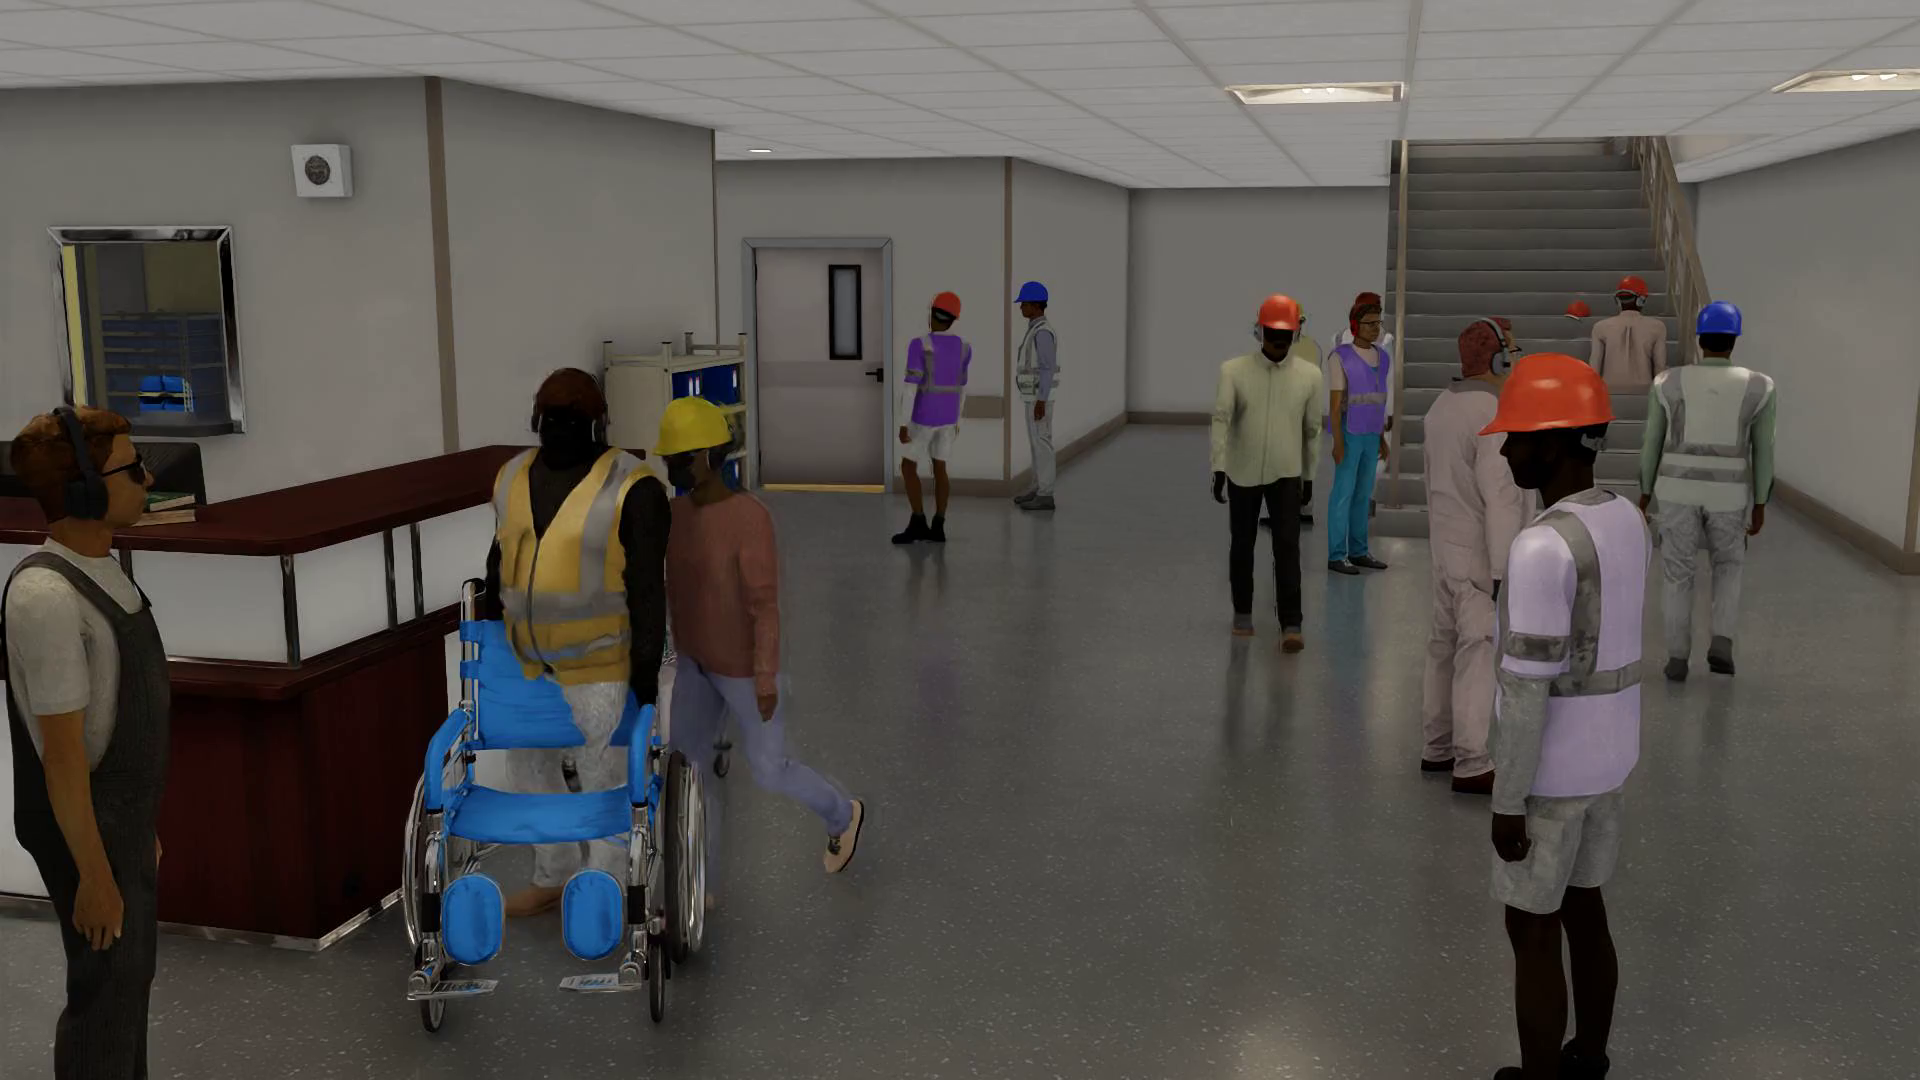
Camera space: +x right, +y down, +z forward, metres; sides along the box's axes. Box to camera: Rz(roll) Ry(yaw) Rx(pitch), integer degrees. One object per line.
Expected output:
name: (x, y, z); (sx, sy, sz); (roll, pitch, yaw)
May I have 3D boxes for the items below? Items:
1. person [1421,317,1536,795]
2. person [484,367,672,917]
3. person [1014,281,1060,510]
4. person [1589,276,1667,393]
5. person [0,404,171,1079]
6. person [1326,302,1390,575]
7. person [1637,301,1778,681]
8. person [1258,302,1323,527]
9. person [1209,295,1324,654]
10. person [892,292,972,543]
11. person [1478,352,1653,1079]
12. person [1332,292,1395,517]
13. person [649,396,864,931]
person: (2.107, 0.062, 6.723); (0.409, 1.913, 0.651); (-1, 10, -7)
person: (-1.210, 0.376, 5.172); (0.700, 1.825, 0.488); (4, 10, 23)
person: (0.652, -1.229, 14.221); (0.400, 1.945, 0.615); (-1, 10, -5)
person: (5.661, -1.237, 14.145); (0.612, 1.990, 0.392); (4, 10, 23)
person: (-1.810, 0.634, 3.545); (0.334, 1.846, 0.513); (-3, 10, -18)
person: (2.722, -0.699, 11.403); (0.567, 1.846, 0.389); (-8, 13, -40)
person: (3.763, -0.235, 8.427); (0.623, 1.933, 0.442); (4, 10, 20)
person: (2.629, -1.005, 13.291); (0.590, 1.823, 0.405); (-8, 12, -38)
person: (1.678, -0.360, 9.124); (0.626, 1.935, 1.036); (1, 10, 4)
person: (-0.208, -0.916, 12.568); (0.676, 1.888, 0.365); (-7, 12, -35)
person: (1.401, 0.521, 3.978); (0.390, 1.929, 0.545); (9, 13, 44)
person: (3.317, -1.088, 13.605); (0.599, 1.871, 0.429); (8, 13, 41)
person: (-0.683, 0.377, 5.433); (0.537, 1.731, 0.798); (8, 12, 39)
